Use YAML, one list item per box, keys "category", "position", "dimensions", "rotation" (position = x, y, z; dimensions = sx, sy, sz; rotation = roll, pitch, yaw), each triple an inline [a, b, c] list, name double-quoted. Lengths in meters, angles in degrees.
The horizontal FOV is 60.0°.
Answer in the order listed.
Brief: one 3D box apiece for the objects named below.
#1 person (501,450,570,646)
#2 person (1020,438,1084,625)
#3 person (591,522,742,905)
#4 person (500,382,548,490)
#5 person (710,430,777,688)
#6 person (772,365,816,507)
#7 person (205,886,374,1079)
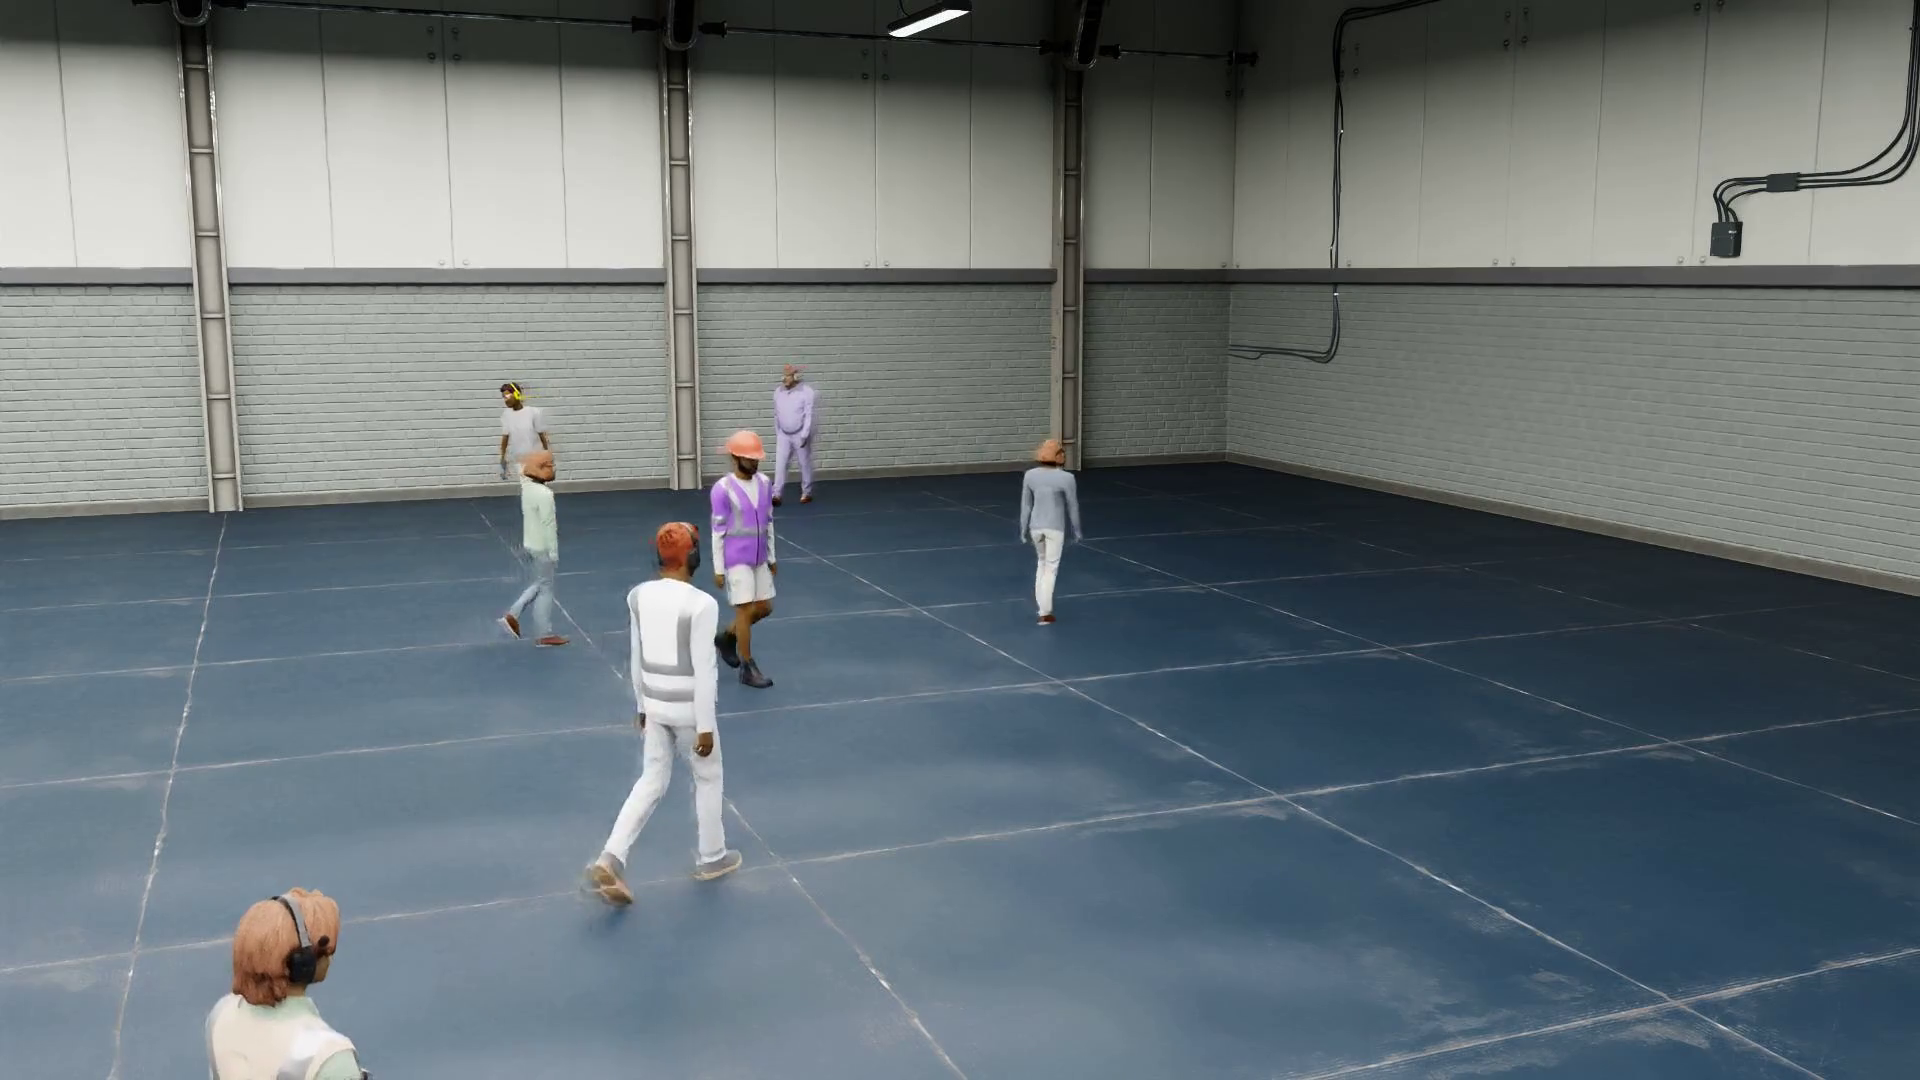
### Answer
- category: "person"
  position: [-3.459, 0.080, 13.534]
  dimensions: [0.433, 1.625, 0.500]
  rotation: [-6, 11, -33]
- category: "person"
  position: [0.814, -0.083, 14.584]
  dimensions: [0.515, 1.616, 0.611]
  rotation: [6, 11, 33]
- category: "person"
  position: [-1.435, 0.834, 8.110]
  dimensions: [0.580, 1.853, 0.900]
  rotation: [6, 11, 32]
- category: "person"
  position: [-4.949, -0.887, 18.954]
  dimensions: [0.523, 1.824, 0.523]
  rotation: [3, 10, 19]
- category: "person"
  position: [-1.629, 0.124, 12.322]
  dimensions: [0.602, 1.915, 0.568]
  rotation: [7, 12, 39]
- category: "person"
  position: [-2.222, -1.363, 21.859]
  dimensions: [0.642, 1.856, 0.965]
  rotation: [3, 10, 19]
- category: "person"
  position: [-1.534, 1.610, 3.864]
  dimensions: [0.523, 1.638, 0.309]
  rotation: [6, 11, 33]
